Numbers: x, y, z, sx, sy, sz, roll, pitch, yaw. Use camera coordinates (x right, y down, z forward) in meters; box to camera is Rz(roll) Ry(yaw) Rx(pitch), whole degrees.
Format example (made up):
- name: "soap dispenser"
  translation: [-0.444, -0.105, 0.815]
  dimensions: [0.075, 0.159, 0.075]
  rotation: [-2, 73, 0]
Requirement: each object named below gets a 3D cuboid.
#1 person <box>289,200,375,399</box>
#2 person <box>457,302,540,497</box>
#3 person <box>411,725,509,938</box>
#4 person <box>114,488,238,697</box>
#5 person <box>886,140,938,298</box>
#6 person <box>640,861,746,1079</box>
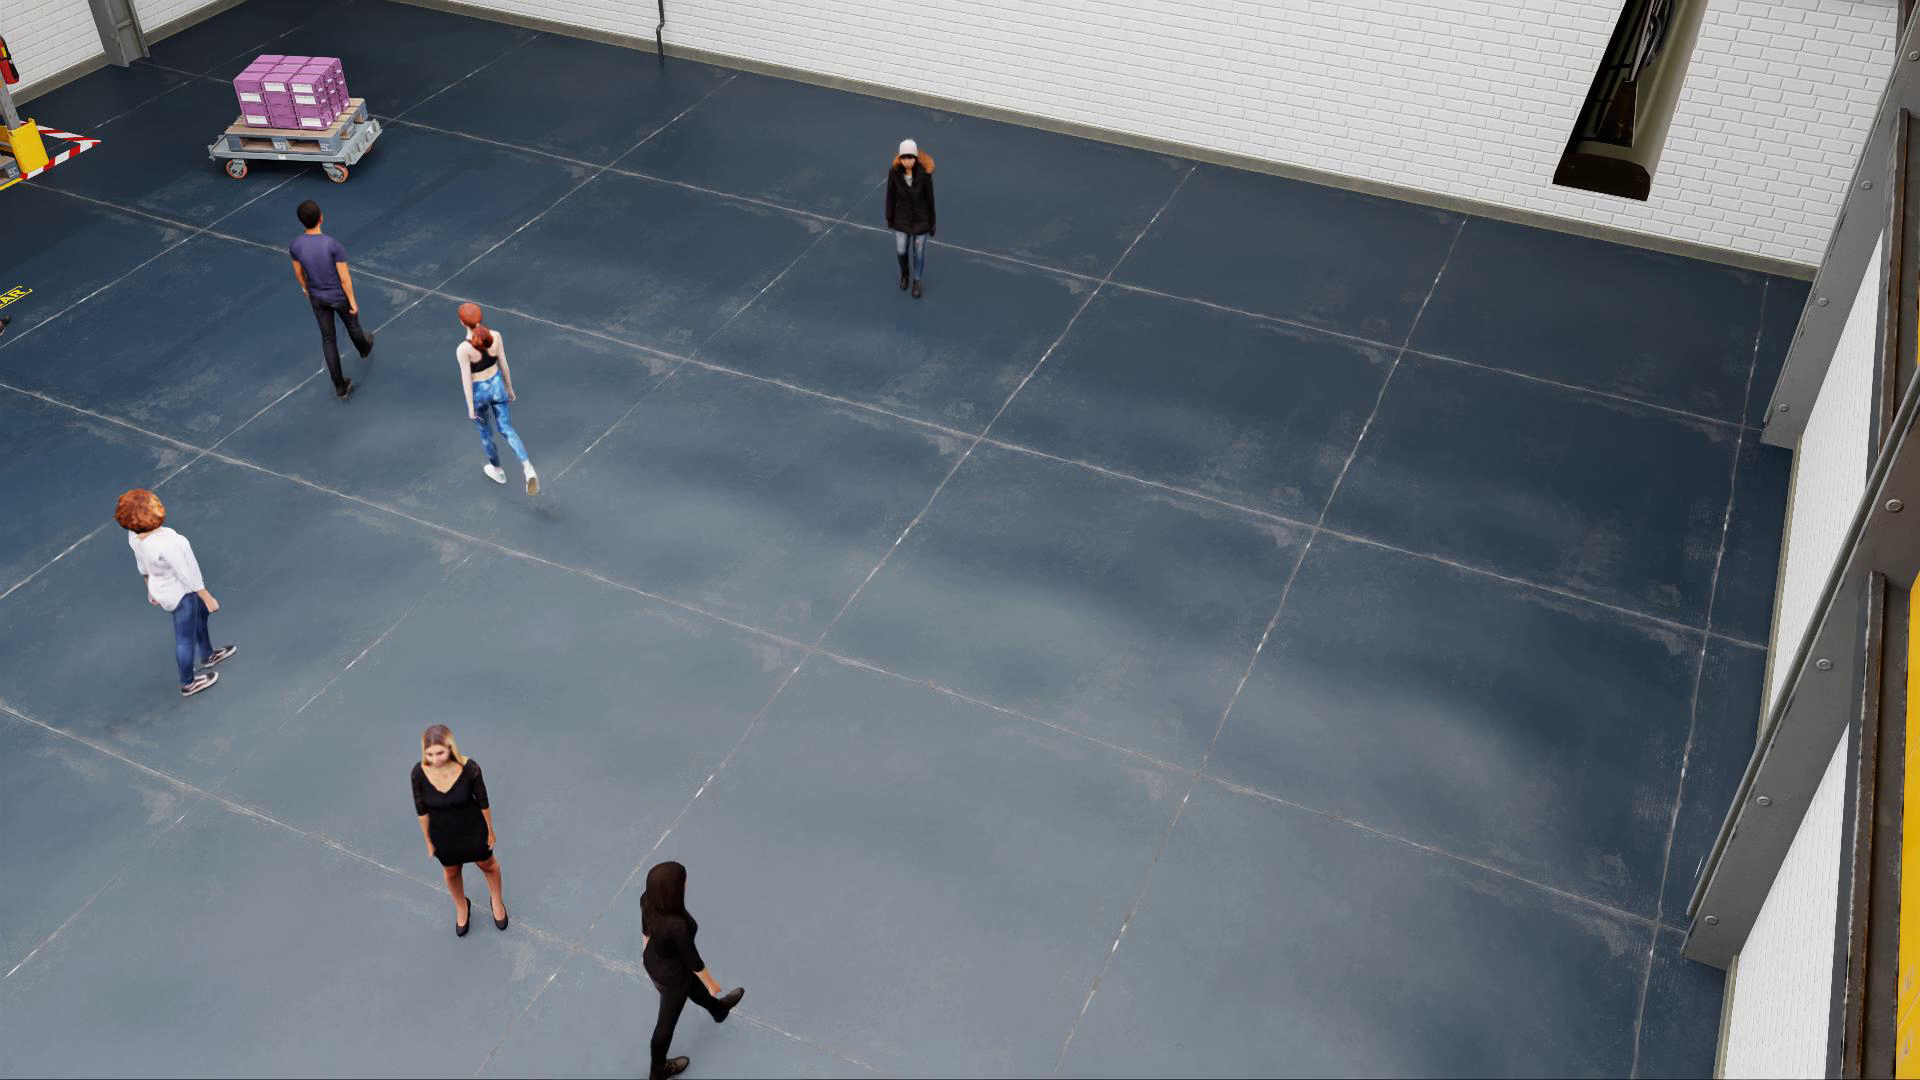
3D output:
- name: "person"
  translation: [-5.542, -2.059, 14.543]
  dimensions: [0.998, 1.740, 1.212]
  rotation: [-1, 39, -2]
- name: "person"
  translation: [-3.718, -1.088, 13.305]
  dimensions: [0.866, 1.768, 1.022]
  rotation: [32, 48, 33]
- name: "person"
  translation: [-2.963, 1.722, 9.860]
  dimensions: [0.613, 1.676, 0.634]
  rotation: [-6, 39, -7]
- name: "person"
  translation: [-5.517, 0.397, 11.506]
  dimensions: [0.765, 1.693, 0.834]
  rotation: [30, 47, 32]
- name: "person"
  translation: [-0.455, -3.129, 15.976]
  dimensions: [0.740, 1.624, 0.756]
  rotation: [-1, 39, -1]
- name: "person"
  translation: [-1.646, 2.394, 9.072]
  dimensions: [1.061, 1.609, 0.879]
  rotation: [-27, 46, -30]
